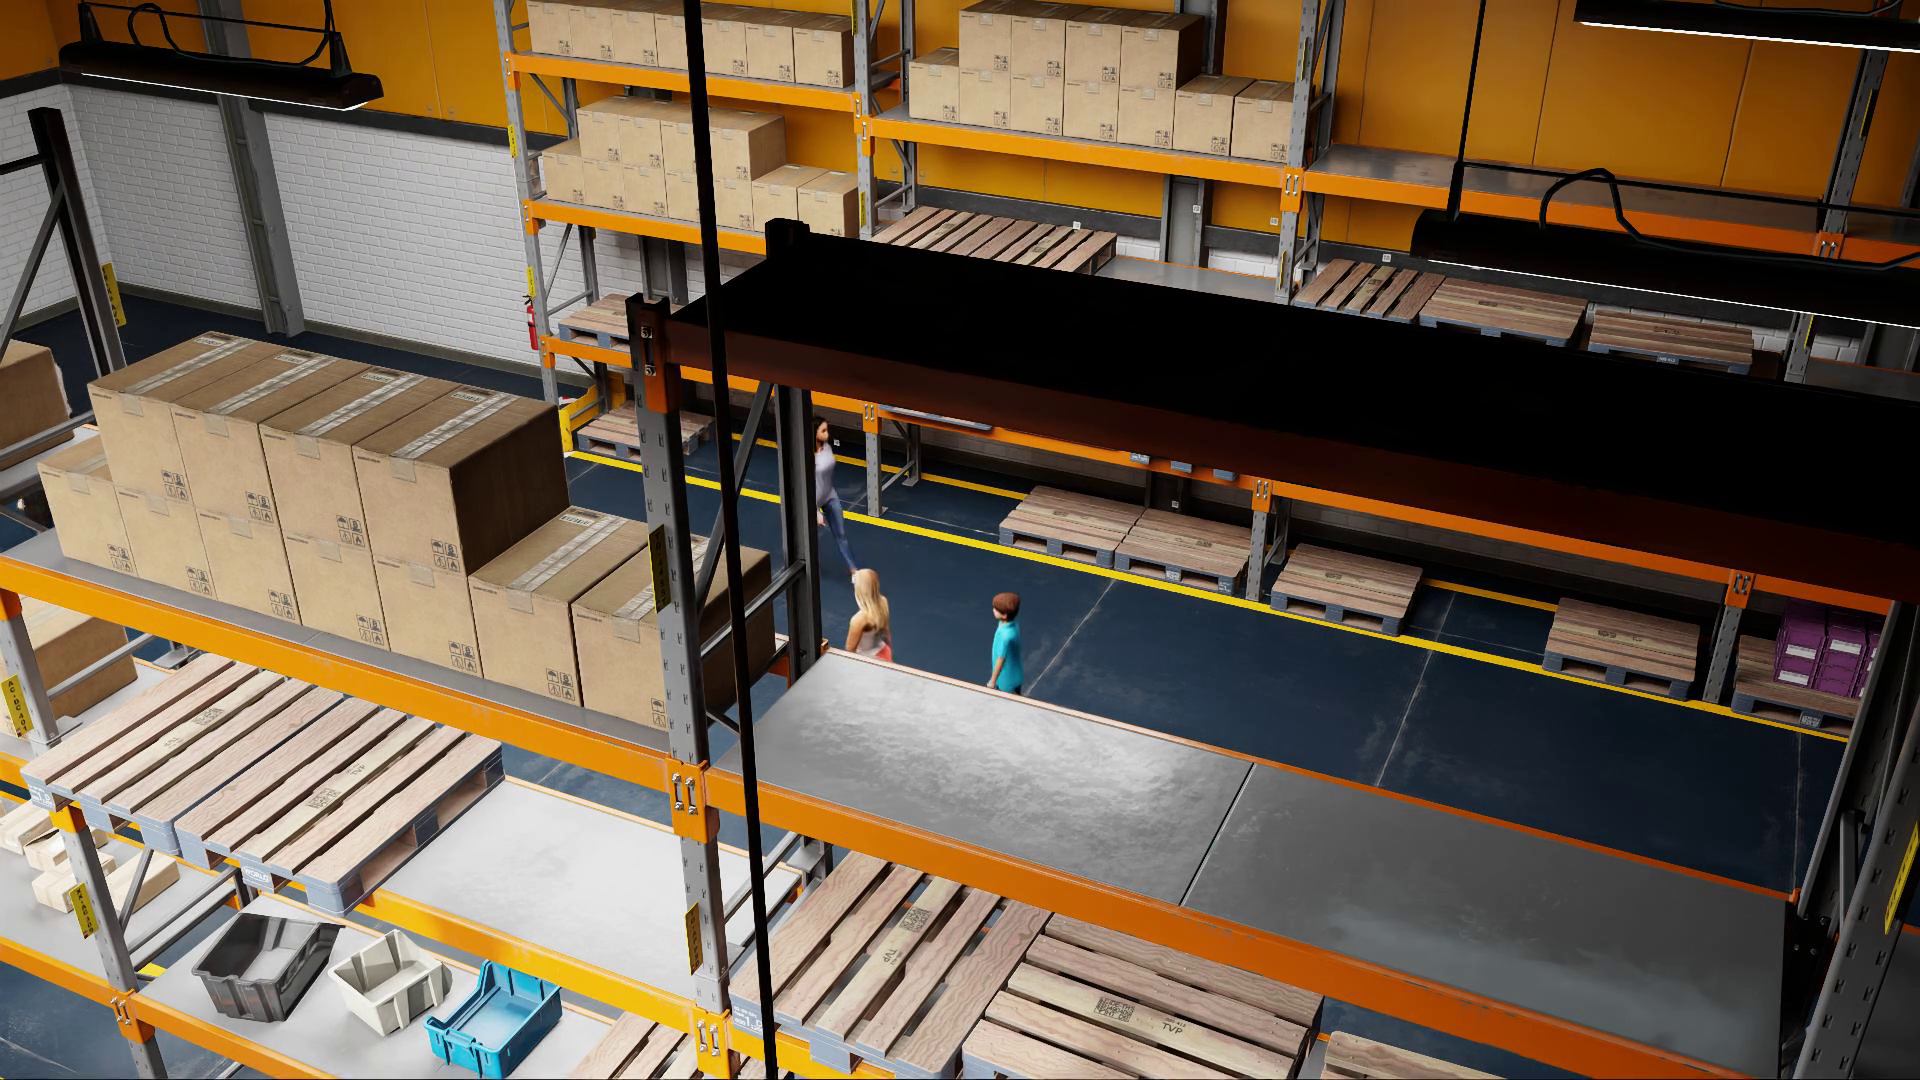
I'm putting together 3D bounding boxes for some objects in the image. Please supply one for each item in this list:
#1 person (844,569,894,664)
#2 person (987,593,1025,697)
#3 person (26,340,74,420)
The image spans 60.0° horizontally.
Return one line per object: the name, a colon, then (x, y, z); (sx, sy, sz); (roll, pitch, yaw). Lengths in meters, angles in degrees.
person: (-0.580, 1.065, 12.822); (1.173, 1.761, 0.667); (13, 31, 23)
person: (0.449, 1.063, 13.165); (0.725, 1.436, 0.634); (2, 29, 4)
person: (-9.269, -1.266, 17.149); (0.763, 1.709, 0.730); (-2, 29, -4)
